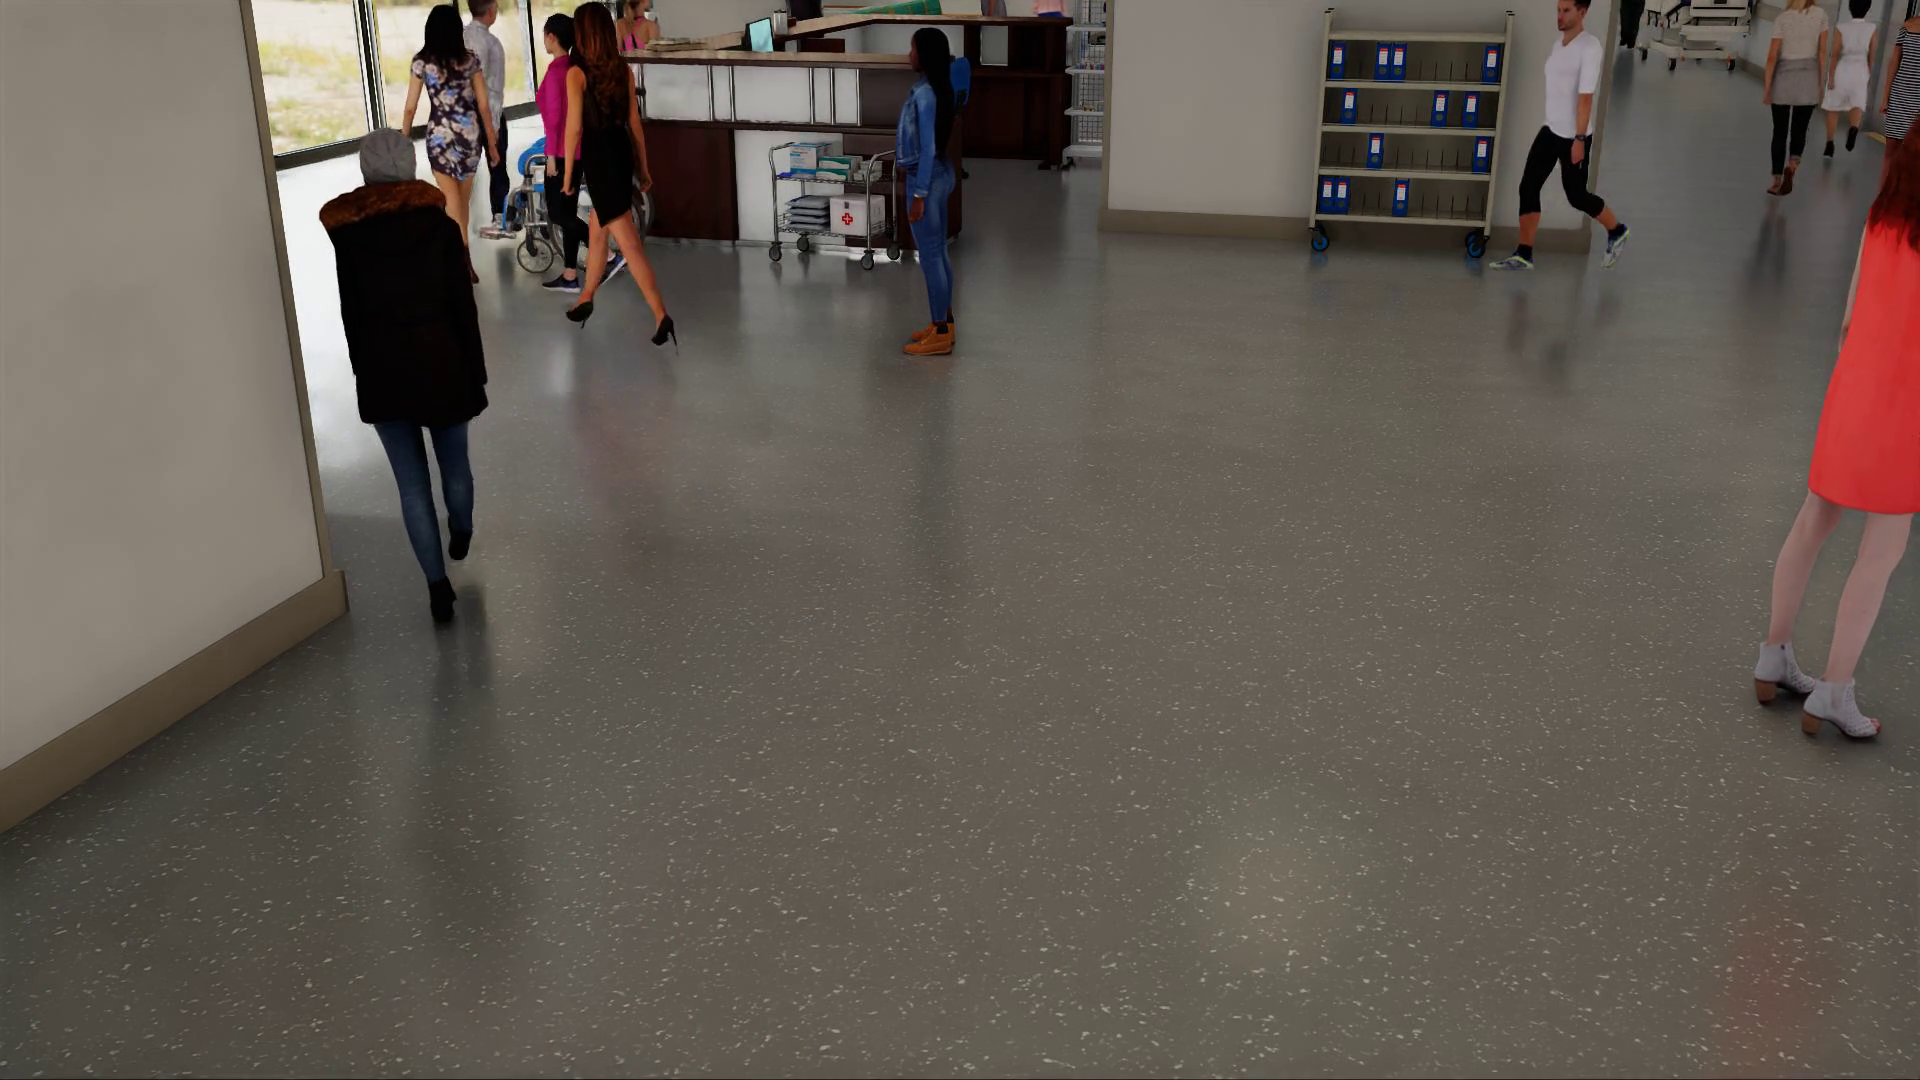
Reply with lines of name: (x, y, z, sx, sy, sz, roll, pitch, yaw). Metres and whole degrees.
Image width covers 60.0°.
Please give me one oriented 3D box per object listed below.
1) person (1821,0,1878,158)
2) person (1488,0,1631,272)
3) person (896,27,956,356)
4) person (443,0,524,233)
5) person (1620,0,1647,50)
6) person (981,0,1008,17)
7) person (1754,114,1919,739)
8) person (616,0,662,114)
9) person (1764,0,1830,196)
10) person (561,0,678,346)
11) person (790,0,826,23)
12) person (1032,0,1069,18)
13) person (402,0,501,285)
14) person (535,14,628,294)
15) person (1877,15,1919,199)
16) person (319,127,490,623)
person: (8.540, -4.421, 15.930, 0.791, 1.538, 0.612, 5, 21, 14)
person: (4.014, -2.620, 10.792, 1.316, 1.809, 1.067, -5, 21, -13)
person: (-0.157, -1.865, 8.936, 0.538, 1.712, 0.626, 4, 21, 10)
person: (-3.431, -2.921, 11.647, 1.166, 1.768, 0.771, 3, 21, 7)
person: (11.660, -9.437, 28.763, 0.852, 1.830, 0.779, 8, 22, 21)
person: (0.545, -8.381, 26.284, 0.653, 1.610, 0.633, 4, 21, 11)
person: (2.590, -0.324, 4.714, 0.666, 1.821, 0.664, -3, 21, -9)
person: (-2.500, -3.478, 13.091, 0.556, 1.787, 0.721, 12, 24, 28)
person: (6.856, -3.689, 13.629, 0.952, 1.799, 0.693, 7, 22, 17)
person: (-1.811, -1.865, 8.855, 1.229, 1.770, 0.919, 16, 26, 37)
person: (-2.182, -7.306, 23.194, 0.787, 1.788, 0.921, 10, 23, 24)
person: (1.257, -7.181, 22.907, 0.891, 1.758, 0.800, 9, 23, 22)
person: (-3.181, -2.471, 10.549, 1.071, 1.703, 1.129, -13, 24, -30)
person: (-2.333, -2.345, 10.241, 0.838, 1.686, 0.628, 3, 21, 8)
person: (7.226, -3.306, 12.585, 0.739, 1.823, 0.650, -16, 26, -36)
person: (-1.802, -0.504, 5.496, 1.018, 1.605, 0.998, -6, 22, -16)
